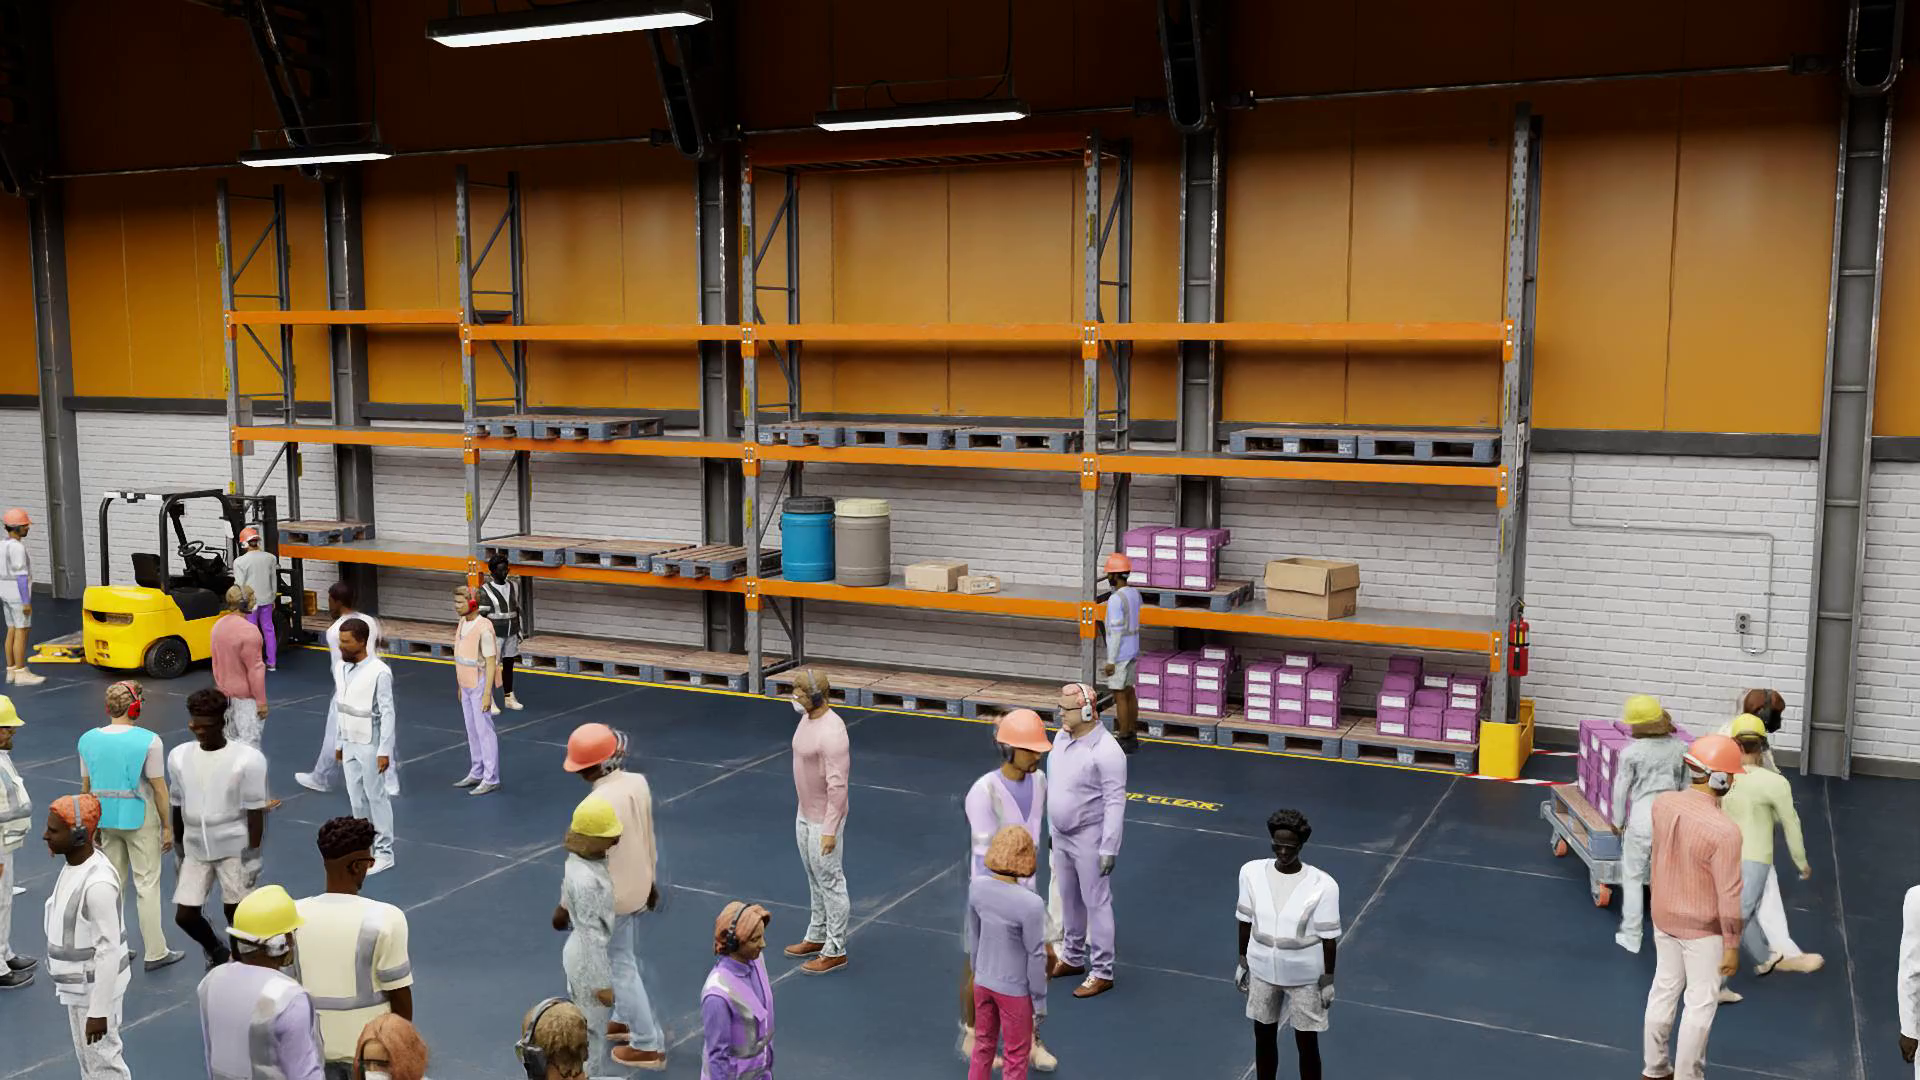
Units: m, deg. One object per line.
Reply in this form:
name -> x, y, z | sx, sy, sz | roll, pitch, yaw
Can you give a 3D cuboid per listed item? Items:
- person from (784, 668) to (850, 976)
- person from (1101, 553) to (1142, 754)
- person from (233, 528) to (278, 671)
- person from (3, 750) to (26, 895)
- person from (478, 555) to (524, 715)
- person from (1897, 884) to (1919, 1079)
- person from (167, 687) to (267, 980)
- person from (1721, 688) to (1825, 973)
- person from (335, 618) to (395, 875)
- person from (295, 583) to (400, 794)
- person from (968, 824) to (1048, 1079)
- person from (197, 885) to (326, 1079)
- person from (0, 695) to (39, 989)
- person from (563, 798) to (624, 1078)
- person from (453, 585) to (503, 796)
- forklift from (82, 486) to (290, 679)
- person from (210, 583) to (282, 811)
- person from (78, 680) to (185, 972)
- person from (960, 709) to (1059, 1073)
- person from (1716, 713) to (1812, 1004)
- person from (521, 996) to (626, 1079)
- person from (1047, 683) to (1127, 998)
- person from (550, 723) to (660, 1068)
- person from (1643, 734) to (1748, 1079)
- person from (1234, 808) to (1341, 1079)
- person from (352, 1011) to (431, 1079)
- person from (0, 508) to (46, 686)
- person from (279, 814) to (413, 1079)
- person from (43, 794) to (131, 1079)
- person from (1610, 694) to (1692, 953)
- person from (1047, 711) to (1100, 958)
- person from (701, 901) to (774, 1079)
person -> -0.890, 1.756, 10.489 | 0.371, 1.934, 0.627 | -3, 7, -23
person -> 1.529, 1.086, 16.015 | 0.378, 1.932, 0.551 | 4, 8, 28
person -> -8.406, 0.720, 19.813 | 0.337, 1.744, 0.563 | 4, 8, 32
person -> -6.953, 1.730, 11.882 | 0.523, 1.645, 0.306 | 6, 9, 41
person -> -4.890, 0.997, 17.719 | 0.318, 1.700, 0.536 | 5, 9, 36
person -> 4.449, 2.159, 7.367 | 0.575, 1.882, 0.355 | 0, 7, 1
person -> -4.395, 1.827, 9.829 | 0.602, 1.944, 0.422 | 0, 7, 2
person -> 4.985, 1.821, 10.617 | 0.960, 1.789, 0.637 | 3, 7, 21
person -> -4.459, 1.526, 12.452 | 0.600, 1.917, 0.377 | 5, 8, 35
person -> -5.341, 1.298, 14.548 | 0.985, 1.863, 0.600 | 2, 7, 19
person -> 0.230, 2.195, 8.134 | 0.289, 1.626, 0.498 | -6, 9, -43
person -> -2.737, 2.274, 6.622 | 0.592, 1.831, 0.403 | 4, 8, 30
person -> -5.915, 1.849, 10.209 | 0.403, 1.817, 0.601 | -4, 8, -28
person -> -1.831, 2.126, 8.340 | 0.296, 1.726, 0.565 | -1, 7, -9
person -> -4.227, 1.304, 14.584 | 0.373, 1.843, 0.570 | -6, 9, -39
forklift -> -9.426, 0.454, 20.179 | 1.214, 2.155, 2.313 | 3, 8, 26
person -> -6.046, 1.326, 14.015 | 0.627, 1.941, 0.374 | 5, 9, 37
person -> -5.234, 1.802, 10.461 | 0.563, 1.847, 0.390 | 1, 7, 7
person -> 0.283, 1.900, 8.953 | 0.610, 2.020, 0.713 | -6, 9, -43
person -> 4.813, 1.913, 10.087 | 0.932, 1.708, 0.549 | -4, 8, -29
person -> -1.243, 2.393, 5.270 | 0.383, 1.928, 0.636 | 4, 8, 30
person -> 0.724, 1.812, 10.141 | 0.402, 1.906, 0.651 | -4, 8, -31
person -> -1.943, 1.929, 9.052 | 0.688, 1.938, 0.651 | 2, 7, 17
person -> 3.797, 1.968, 8.565 | 0.411, 1.980, 0.625 | -2, 7, -16
person -> 1.618, 2.149, 8.259 | 0.539, 1.693, 0.322 | 4, 8, 31
person -> -1.995, 2.462, 5.900 | 0.508, 1.628, 0.308 | 1, 7, 6
person -> -10.825, 0.653, 19.157 | 0.614, 2.040, 0.390 | 7, 10, 43
person -> -2.620, 2.149, 7.141 | 0.608, 1.957, 0.390 | 1, 7, 7
person -> -4.081, 2.109, 7.782 | 0.355, 1.883, 0.574 | -6, 9, -39
person -> 4.484, 1.841, 10.730 | 0.537, 1.705, 0.383 | 0, 7, -3
person -> 0.773, 1.872, 10.748 | 0.515, 1.636, 0.314 | -4, 8, -31
person -> -0.941, 2.322, 7.055 | 0.318, 1.631, 0.524 | 2, 7, 12
